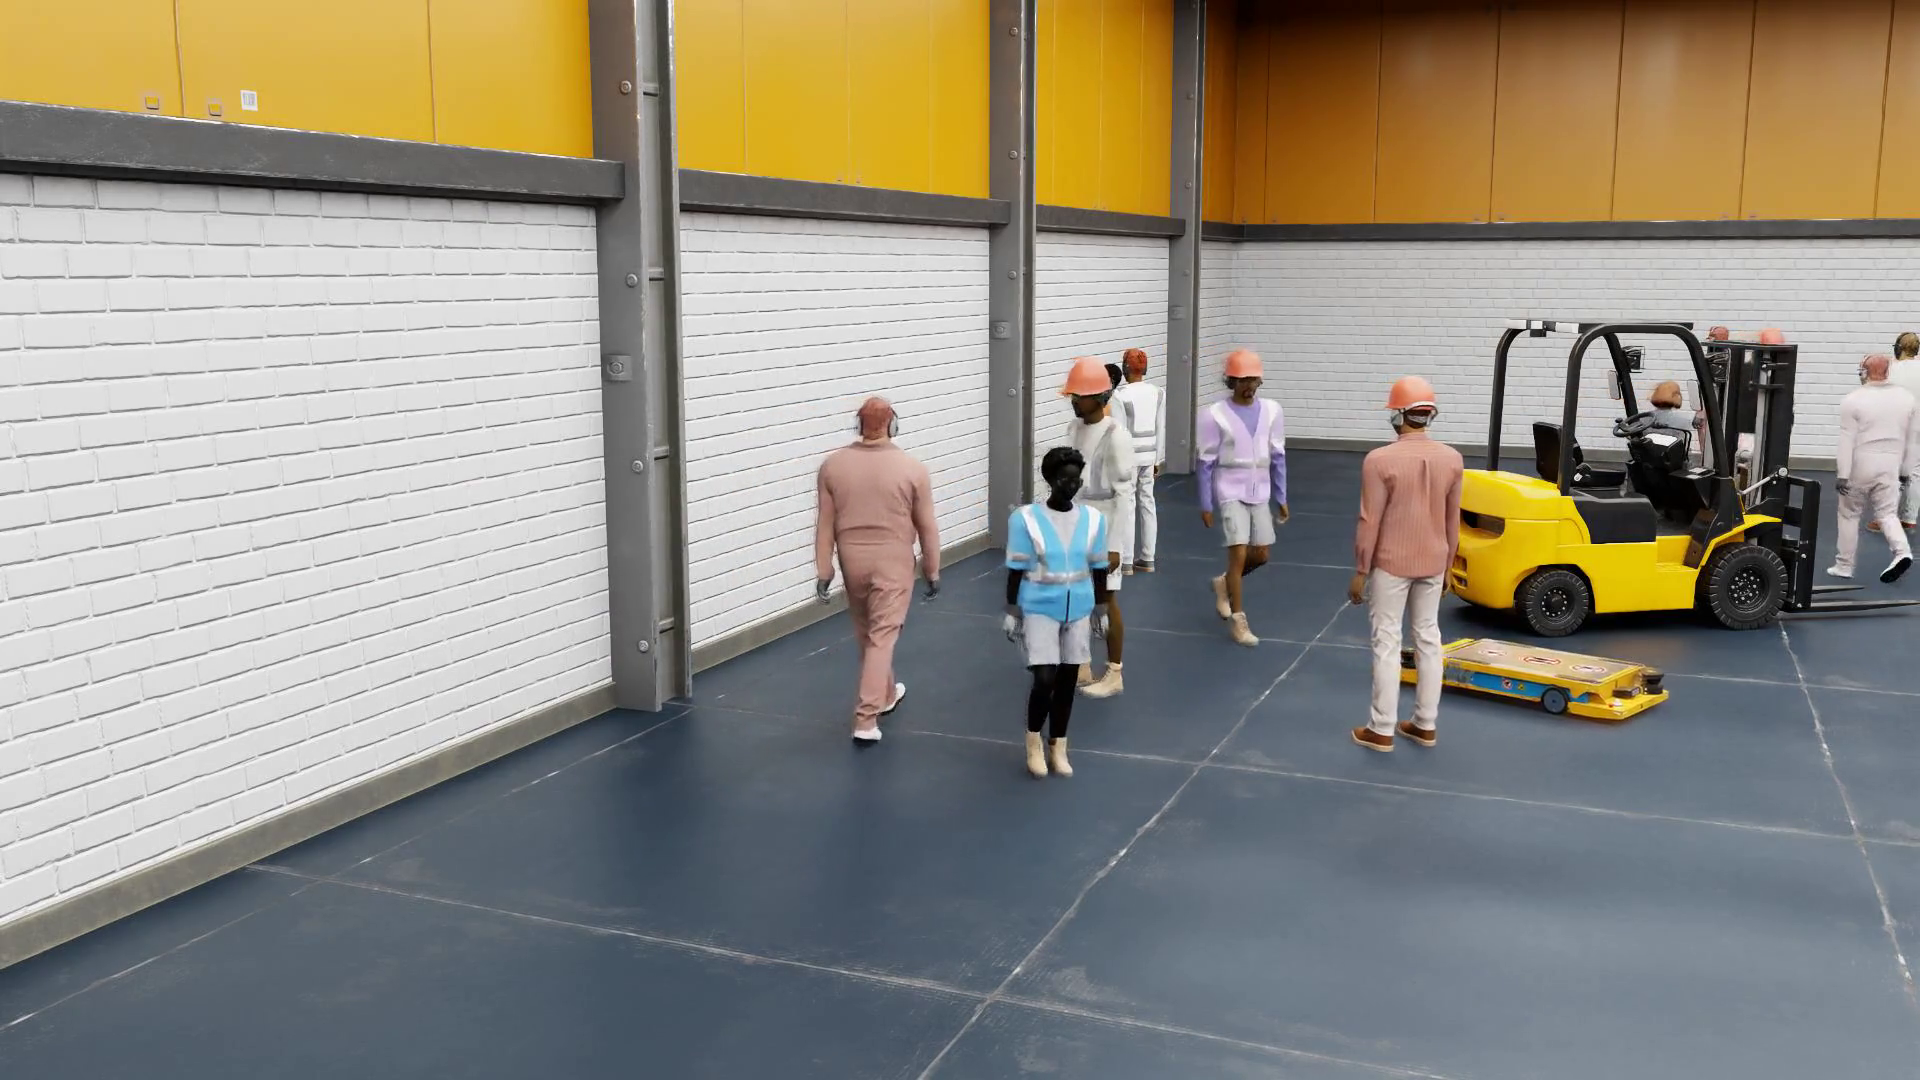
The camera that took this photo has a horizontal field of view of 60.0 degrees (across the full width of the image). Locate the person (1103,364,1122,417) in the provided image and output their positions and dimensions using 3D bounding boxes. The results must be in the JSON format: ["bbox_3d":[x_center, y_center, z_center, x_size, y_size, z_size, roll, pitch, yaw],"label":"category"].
[{"bbox_3d":[1.359,-0.745,15.029,0.532,1.691,0.321,-1,9,-4],"label":"person"}]

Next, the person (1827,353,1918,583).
[{"bbox_3d":[7.403,-0.566,13.396,0.677,1.874,0.810,0,9,-3],"label":"person"}]

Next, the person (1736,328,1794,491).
[{"bbox_3d":[7.724,-1.066,16.107,0.645,1.970,0.612,0,9,0],"label":"person"}]

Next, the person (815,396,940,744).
[{"bbox_3d":[-0.434,0.141,9.144,0.662,1.851,1.023,3,10,17],"label":"person"}]

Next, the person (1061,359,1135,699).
[{"bbox_3d":[0.755,-0.055,9.880,0.437,2.018,0.705,-5,11,-28],"label":"person"}]

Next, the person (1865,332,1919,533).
[{"bbox_3d":[9.004,-1.018,15.919,0.627,1.941,0.370,-2,10,-11],"label":"person"}]

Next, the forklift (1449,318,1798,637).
[{"bbox_3d":[4.706,-0.497,11.990,2.313,2.155,1.214,-2,10,-10],"label":"forklift"}]

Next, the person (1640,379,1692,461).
[{"bbox_3d":[5.887,-0.548,14.038,0.547,1.611,0.517,-6,11,-31],"label":"person"}]

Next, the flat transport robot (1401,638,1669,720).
[{"bbox_3d":[3.391,0.800,9.941,1.431,0.197,0.652,9,13,44],"label":"flat transport robot"}]

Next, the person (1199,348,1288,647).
[{"bbox_3d":[1.921,-0.318,11.440,0.625,2.021,0.756,-3,10,-20],"label":"person"}]

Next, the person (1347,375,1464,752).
[{"bbox_3d":[2.358,0.127,8.826,0.618,1.994,0.385,-3,10,-20],"label":"person"}]

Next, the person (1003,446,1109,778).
[{"bbox_3d":[0.491,0.368,8.264,0.559,1.681,0.391,-4,10,-20],"label":"person"}]

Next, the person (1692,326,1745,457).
[{"bbox_3d":[8.342,-1.412,18.410,0.651,1.904,0.401,-5,11,-28],"label":"person"}]

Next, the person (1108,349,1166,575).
[{"bbox_3d":[1.445,-0.647,13.844,0.575,1.883,0.355,-6,11,-34],"label":"person"}]
